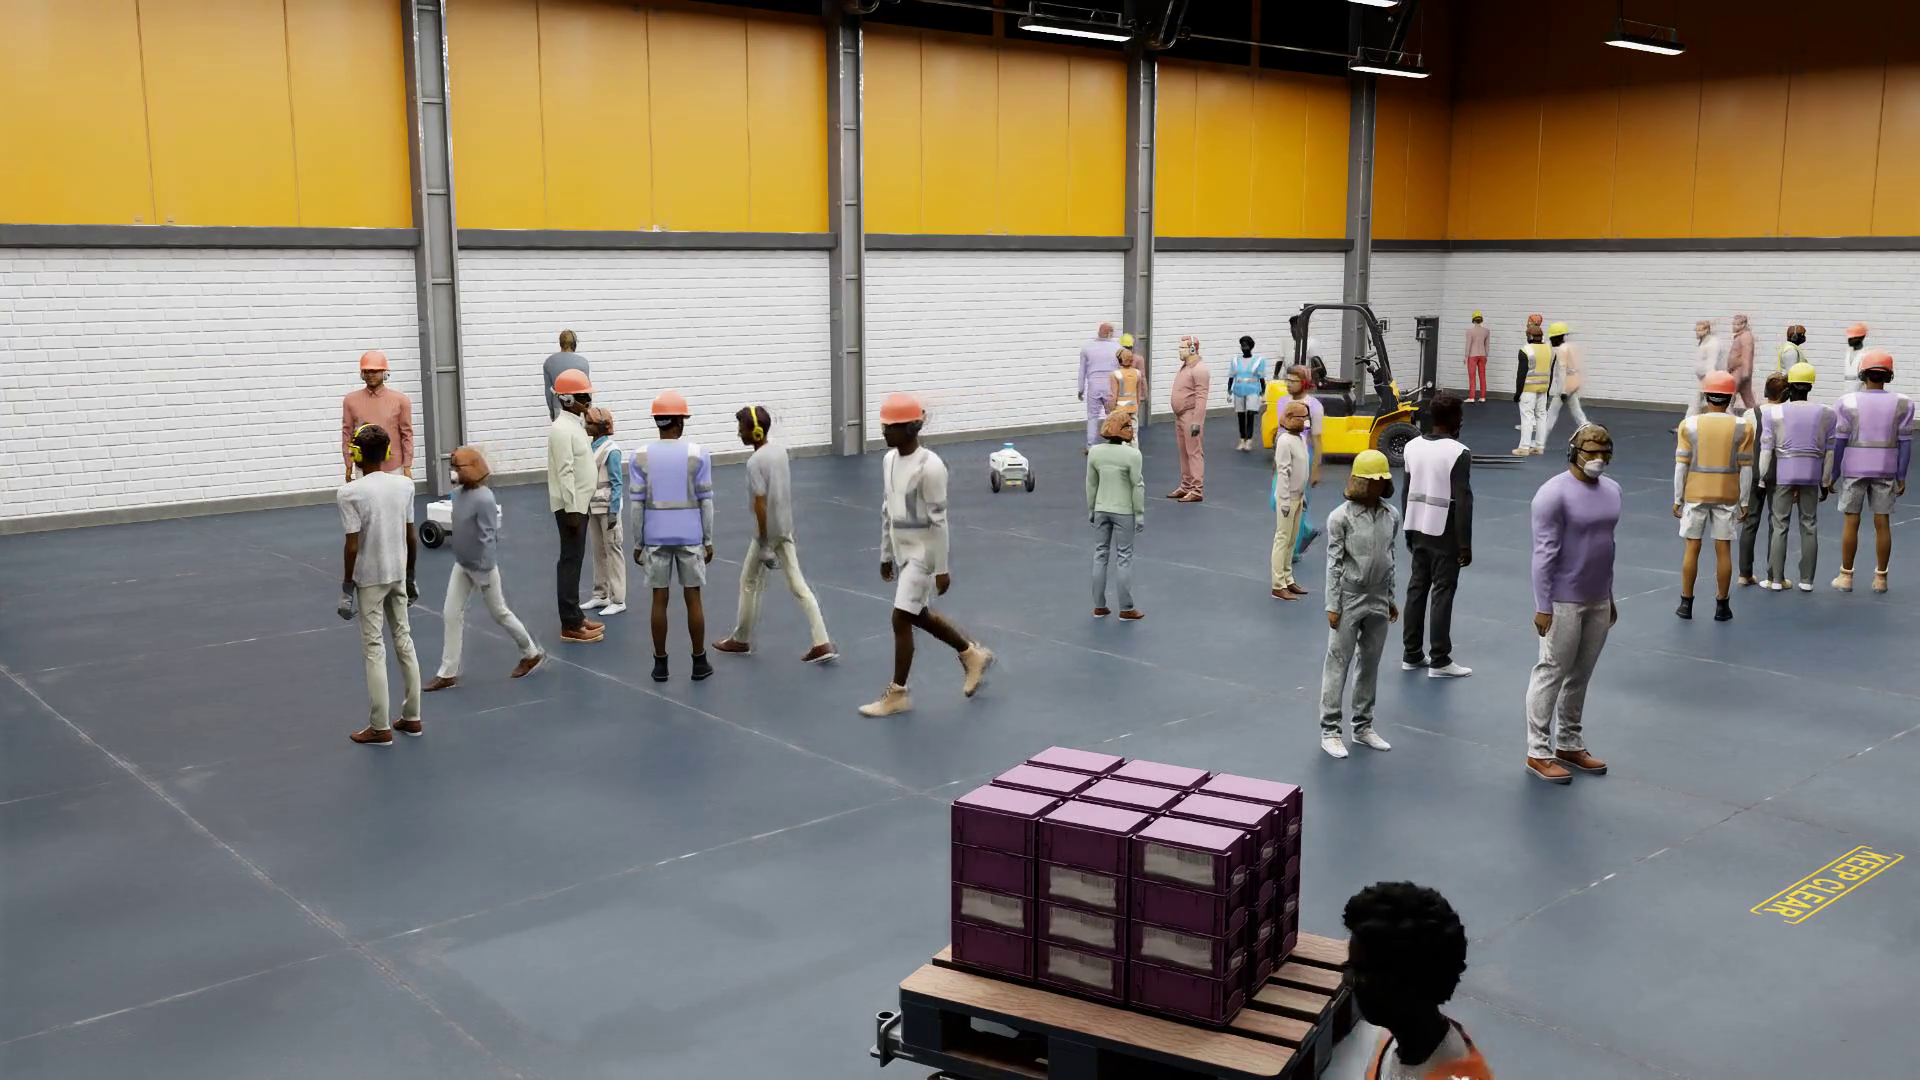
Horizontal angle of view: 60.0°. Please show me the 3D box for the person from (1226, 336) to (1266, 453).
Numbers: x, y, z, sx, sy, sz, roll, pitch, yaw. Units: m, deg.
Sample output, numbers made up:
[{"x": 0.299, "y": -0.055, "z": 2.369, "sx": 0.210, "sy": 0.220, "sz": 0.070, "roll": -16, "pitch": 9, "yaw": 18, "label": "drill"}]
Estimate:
[{"x": 4.064, "y": -2.073, "z": 23.823, "sx": 0.555, "sy": 1.666, "sz": 0.760, "roll": 5, "pitch": 11, "yaw": 27, "label": "person"}]

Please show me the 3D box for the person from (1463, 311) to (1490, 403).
[{"x": 9.916, "y": -3.513, "z": 31.964, "sx": 0.531, "sy": 1.765, "sz": 0.324, "roll": -3, "pitch": 10, "yaw": -17, "label": "person"}]

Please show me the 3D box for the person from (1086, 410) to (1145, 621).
[{"x": 1.208, "y": -0.193, "z": 12.902, "sx": 0.499, "sy": 1.634, "sz": 0.285, "roll": 8, "pitch": 12, "yaw": 38, "label": "person"}]

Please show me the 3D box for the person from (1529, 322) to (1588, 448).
[{"x": 8.659, "y": -2.189, "z": 23.936, "sx": 0.998, "sy": 1.855, "sz": 0.689, "roll": 6, "pitch": 11, "yaw": 32, "label": "person"}]

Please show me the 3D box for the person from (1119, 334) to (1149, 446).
[{"x": 2.382, "y": -2.095, "z": 23.844, "sx": 0.598, "sy": 1.695, "sz": 0.956, "roll": 5, "pitch": 11, "yaw": 29, "label": "person"}]

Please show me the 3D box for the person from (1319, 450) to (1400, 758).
[{"x": 2.280, "y": 0.354, "z": 9.383, "sx": 0.493, "sy": 1.742, "sz": 0.322, "roll": -5, "pitch": 11, "yaw": -26, "label": "person"}]

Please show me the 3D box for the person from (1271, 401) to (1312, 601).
[{"x": 2.744, "y": -0.330, "z": 13.706, "sx": 0.279, "sy": 1.634, "sz": 0.499, "roll": 5, "pitch": 11, "yaw": 29, "label": "person"}]

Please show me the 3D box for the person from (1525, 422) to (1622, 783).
[{"x": 3.314, "y": 0.329, "z": 8.963, "sx": 0.635, "sy": 1.936, "sz": 0.352, "roll": -6, "pitch": 11, "yaw": -32, "label": "person"}]

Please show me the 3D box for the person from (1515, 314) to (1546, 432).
[{"x": 9.207, "y": -2.682, "z": 26.750, "sx": 0.356, "sy": 1.882, "sz": 0.574, "roll": 1, "pitch": 10, "yaw": 3, "label": "person"}]

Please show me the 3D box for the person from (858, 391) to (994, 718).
[{"x": -0.193, "y": 0.075, "z": 10.277, "sx": 0.922, "sy": 2.011, "sz": 0.621, "roll": -5, "pitch": 11, "yaw": -28, "label": "person"}]

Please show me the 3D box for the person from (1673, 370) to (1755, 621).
[{"x": 5.817, "y": -0.340, "z": 12.875, "sx": 0.551, "sy": 1.936, "sz": 0.357, "roll": 4, "pitch": 10, "yaw": 22, "label": "person"}]

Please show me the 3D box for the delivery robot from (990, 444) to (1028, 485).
[{"x": 0.588, "y": -0.918, "z": 20.032, "sx": 0.477, "sy": 0.478, "sz": 0.707, "roll": -2, "pitch": 10, "yaw": -10, "label": "delivery robot"}]

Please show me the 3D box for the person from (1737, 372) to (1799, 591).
[{"x": 6.841, "y": -0.496, "z": 14.060, "sx": 0.325, "sy": 1.843, "sz": 0.517, "roll": -9, "pitch": 13, "yaw": -41, "label": "person"}]

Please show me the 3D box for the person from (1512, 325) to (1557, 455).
[{"x": 8.105, "y": -2.114, "z": 23.558, "sx": 0.624, "sy": 1.840, "sz": 0.429, "roll": -4, "pitch": 11, "yaw": -23, "label": "person"}]

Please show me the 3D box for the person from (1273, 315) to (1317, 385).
[{"x": 4.944, "y": -2.381, "z": 24.848, "sx": 0.786, "sy": 1.939, "sz": 0.618, "roll": -9, "pitch": 13, "yaw": -42, "label": "person"}]

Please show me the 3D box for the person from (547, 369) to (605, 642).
[{"x": -2.824, "y": -0.255, "z": 12.210, "sx": 0.379, "sy": 1.996, "sz": 0.610, "roll": -1, "pitch": 10, "yaw": -7, "label": "person"}]

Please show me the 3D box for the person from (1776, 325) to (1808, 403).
[{"x": 11.838, "y": -2.134, "z": 23.666, "sx": 0.429, "sy": 1.844, "sz": 0.627, "roll": 4, "pitch": 10, "yaw": 20, "label": "person"}]

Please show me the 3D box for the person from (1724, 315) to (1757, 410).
[{"x": 12.587, "y": -2.682, "z": 26.803, "sx": 0.795, "sy": 1.866, "sz": 0.724, "roll": 5, "pitch": 11, "yaw": 25, "label": "person"}]

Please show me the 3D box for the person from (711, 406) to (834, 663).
[{"x": -1.301, "y": -0.038, "z": 11.517, "sx": 1.011, "sy": 1.810, "sz": 0.540, "roll": 6, "pitch": 11, "yaw": 32, "label": "person"}]

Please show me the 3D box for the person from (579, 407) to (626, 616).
[{"x": -2.816, "y": -0.229, "z": 13.096, "sx": 0.311, "sy": 1.642, "sz": 0.513, "roll": -8, "pitch": 12, "yaw": -39, "label": "person"}]

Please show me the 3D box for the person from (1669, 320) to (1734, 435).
[{"x": 11.702, "y": -2.507, "z": 25.936, "sx": 1.076, "sy": 1.825, "sz": 0.648, "roll": 0, "pitch": 10, "yaw": 0, "label": "person"}]

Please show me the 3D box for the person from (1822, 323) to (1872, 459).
[{"x": 12.147, "y": -2.001, "z": 22.722, "sx": 0.923, "sy": 1.890, "sz": 0.535, "roll": -2, "pitch": 10, "yaw": -13, "label": "person"}]

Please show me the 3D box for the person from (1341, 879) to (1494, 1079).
[{"x": 0.868, "y": 1.462, "z": 3.128, "sx": 0.449, "sy": 1.661, "sz": 0.556, "roll": 0, "pitch": 10, "yaw": -1, "label": "person"}]

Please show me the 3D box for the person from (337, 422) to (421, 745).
[{"x": -3.361, "y": 0.252, "z": 9.610, "sx": 0.329, "sy": 1.872, "sz": 0.509, "roll": 7, "pitch": 12, "yaw": 34, "label": "person"}]

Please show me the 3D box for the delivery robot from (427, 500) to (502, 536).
[{"x": -4.795, "y": -0.246, "z": 16.093, "sx": 0.707, "sy": 0.478, "sz": 0.477, "roll": 4, "pitch": 11, "yaw": 23, "label": "delivery robot"}]

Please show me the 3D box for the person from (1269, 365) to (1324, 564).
[{"x": 3.086, "y": -0.689, "z": 15.209, "sx": 0.502, "sy": 1.834, "sz": 0.584, "roll": -5, "pitch": 11, "yaw": -29, "label": "person"}]

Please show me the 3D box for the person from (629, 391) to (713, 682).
[{"x": -1.901, "y": -0.020, "z": 11.022, "sx": 0.543, "sy": 1.932, "sz": 0.376, "roll": -1, "pitch": 10, "yaw": -4, "label": "person"}]

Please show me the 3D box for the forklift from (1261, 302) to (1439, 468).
[{"x": 5.320, "y": -2.157, "z": 22.763, "sx": 2.313, "sy": 2.155, "sz": 1.214, "roll": 3, "pitch": 10, "yaw": 16, "label": "forklift"}]

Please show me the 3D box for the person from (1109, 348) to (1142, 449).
[{"x": 2.108, "y": -1.629, "z": 21.295, "sx": 0.511, "sy": 1.640, "sz": 0.308, "roll": -7, "pitch": 12, "yaw": -36, "label": "person"}]

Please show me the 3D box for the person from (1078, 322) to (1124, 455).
[{"x": 2.005, "y": -2.116, "z": 23.432, "sx": 0.717, "sy": 1.890, "sz": 0.421, "roll": 2, "pitch": 10, "yaw": 13, "label": "person"}]

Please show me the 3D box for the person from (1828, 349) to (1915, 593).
[{"x": 7.604, "y": -0.574, "z": 13.938, "sx": 0.609, "sy": 2.044, "sz": 0.394, "roll": 3, "pitch": 10, "yaw": 18, "label": "person"}]

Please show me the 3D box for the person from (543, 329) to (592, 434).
[{"x": -4.692, "y": -1.561, "z": 20.024, "sx": 0.633, "sy": 1.939, "sz": 0.368, "roll": 3, "pitch": 10, "yaw": 19, "label": "person"}]

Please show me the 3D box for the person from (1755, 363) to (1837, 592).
[{"x": 6.996, "y": -0.519, "z": 13.954, "sx": 0.587, "sy": 1.928, "sz": 0.381, "roll": 2, "pitch": 10, "yaw": 12, "label": "person"}]

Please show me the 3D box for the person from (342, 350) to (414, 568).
[{"x": -5.114, "y": -0.668, "z": 14.626, "sx": 0.611, "sy": 1.997, "sz": 0.375, "roll": -1, "pitch": 10, "yaw": -5, "label": "person"}]

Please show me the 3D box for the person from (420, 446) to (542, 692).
[{"x": -3.140, "y": 0.166, "z": 10.913, "sx": 0.510, "sy": 1.597, "sz": 0.832, "roll": 9, "pitch": 13, "yaw": 43, "label": "person"}]

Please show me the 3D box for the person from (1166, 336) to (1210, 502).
[{"x": 2.618, "y": -1.391, "z": 19.125, "sx": 0.409, "sy": 1.907, "sz": 0.649, "roll": -2, "pitch": 10, "yaw": -13, "label": "person"}]

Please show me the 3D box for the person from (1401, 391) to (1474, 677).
[{"x": 3.198, "y": -0.038, "z": 11.162, "sx": 0.382, "sy": 1.918, "sz": 0.597, "roll": -5, "pitch": 11, "yaw": -27, "label": "person"}]
